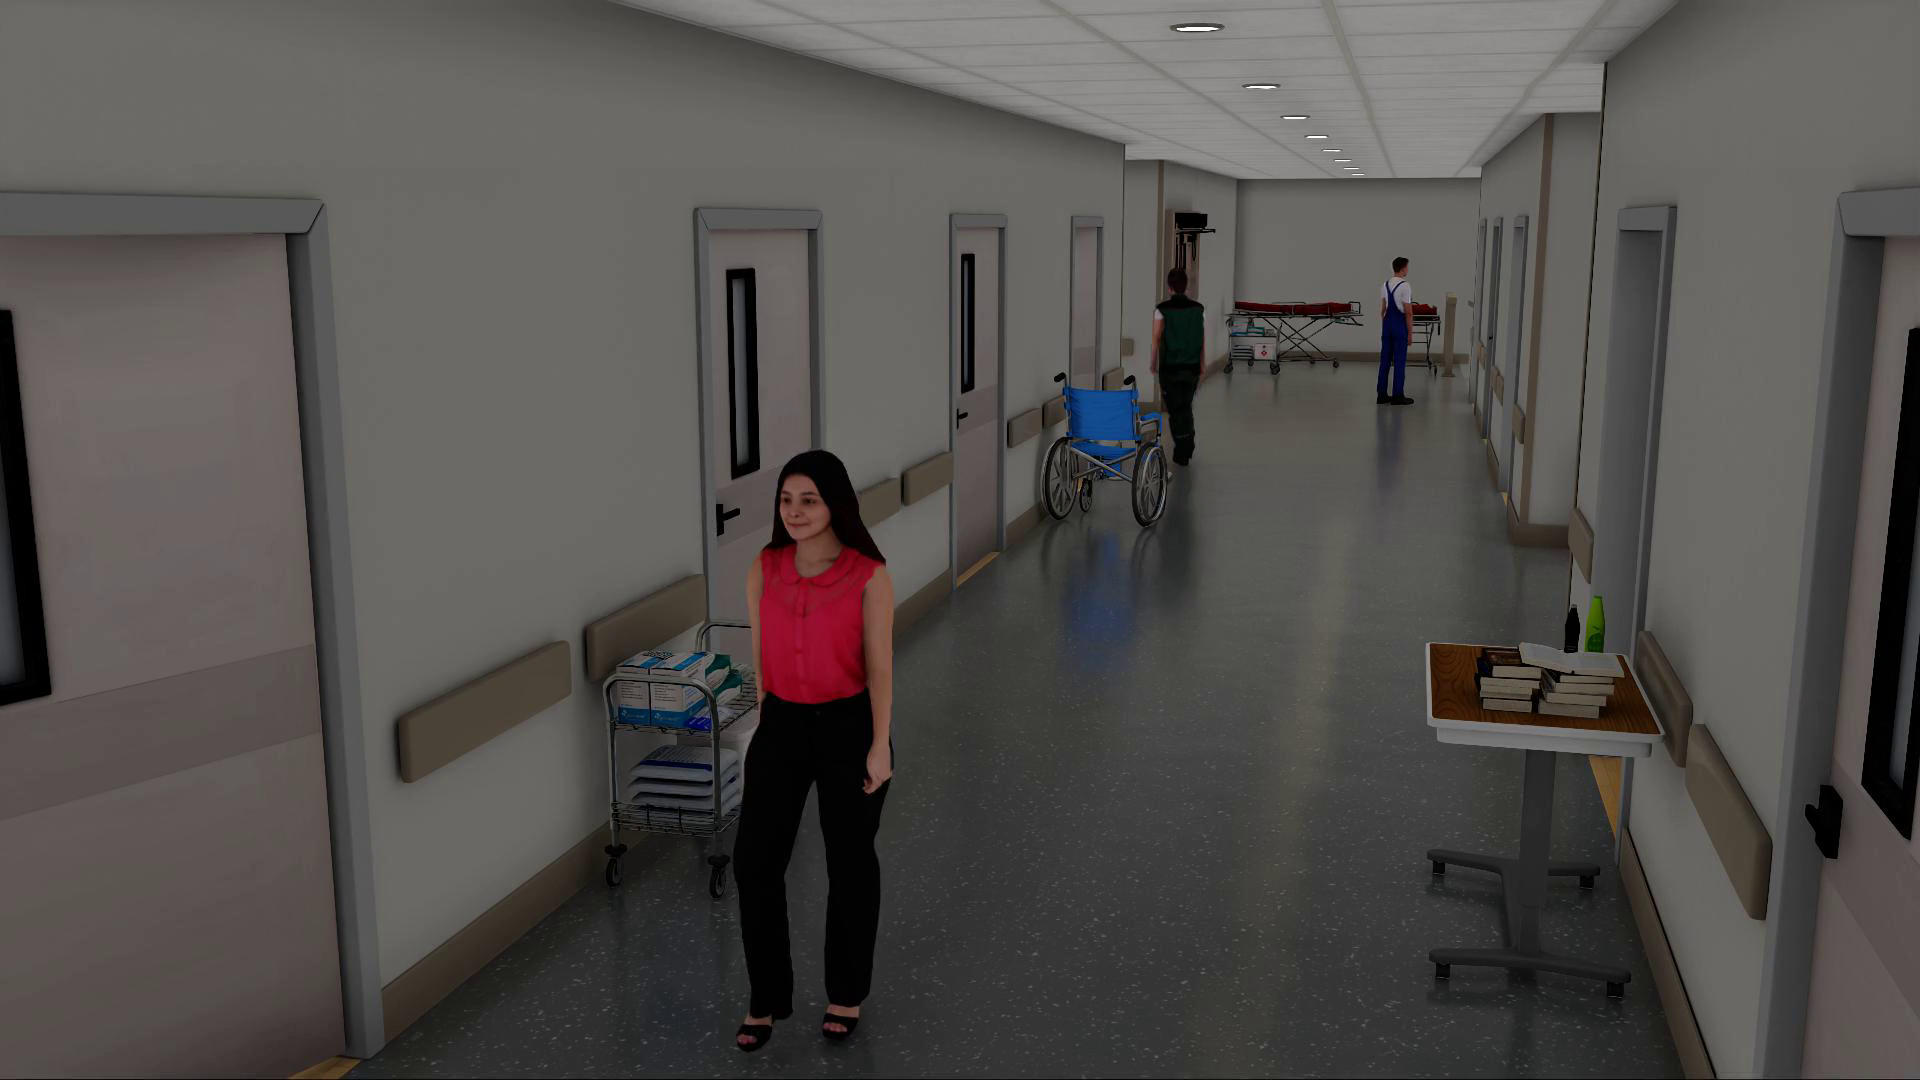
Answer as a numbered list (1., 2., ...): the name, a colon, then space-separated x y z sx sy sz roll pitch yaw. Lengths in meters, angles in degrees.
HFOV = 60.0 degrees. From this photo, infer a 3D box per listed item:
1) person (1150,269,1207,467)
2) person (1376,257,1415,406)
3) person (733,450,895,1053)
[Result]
1. person: 2.063 -1.544 15.538 0.778 1.718 0.828 -2 11 -9
2. person: 5.502 -2.652 21.034 0.767 1.849 0.724 -7 13 -34
3. person: -0.363 0.569 4.600 0.596 1.648 0.651 2 11 11
